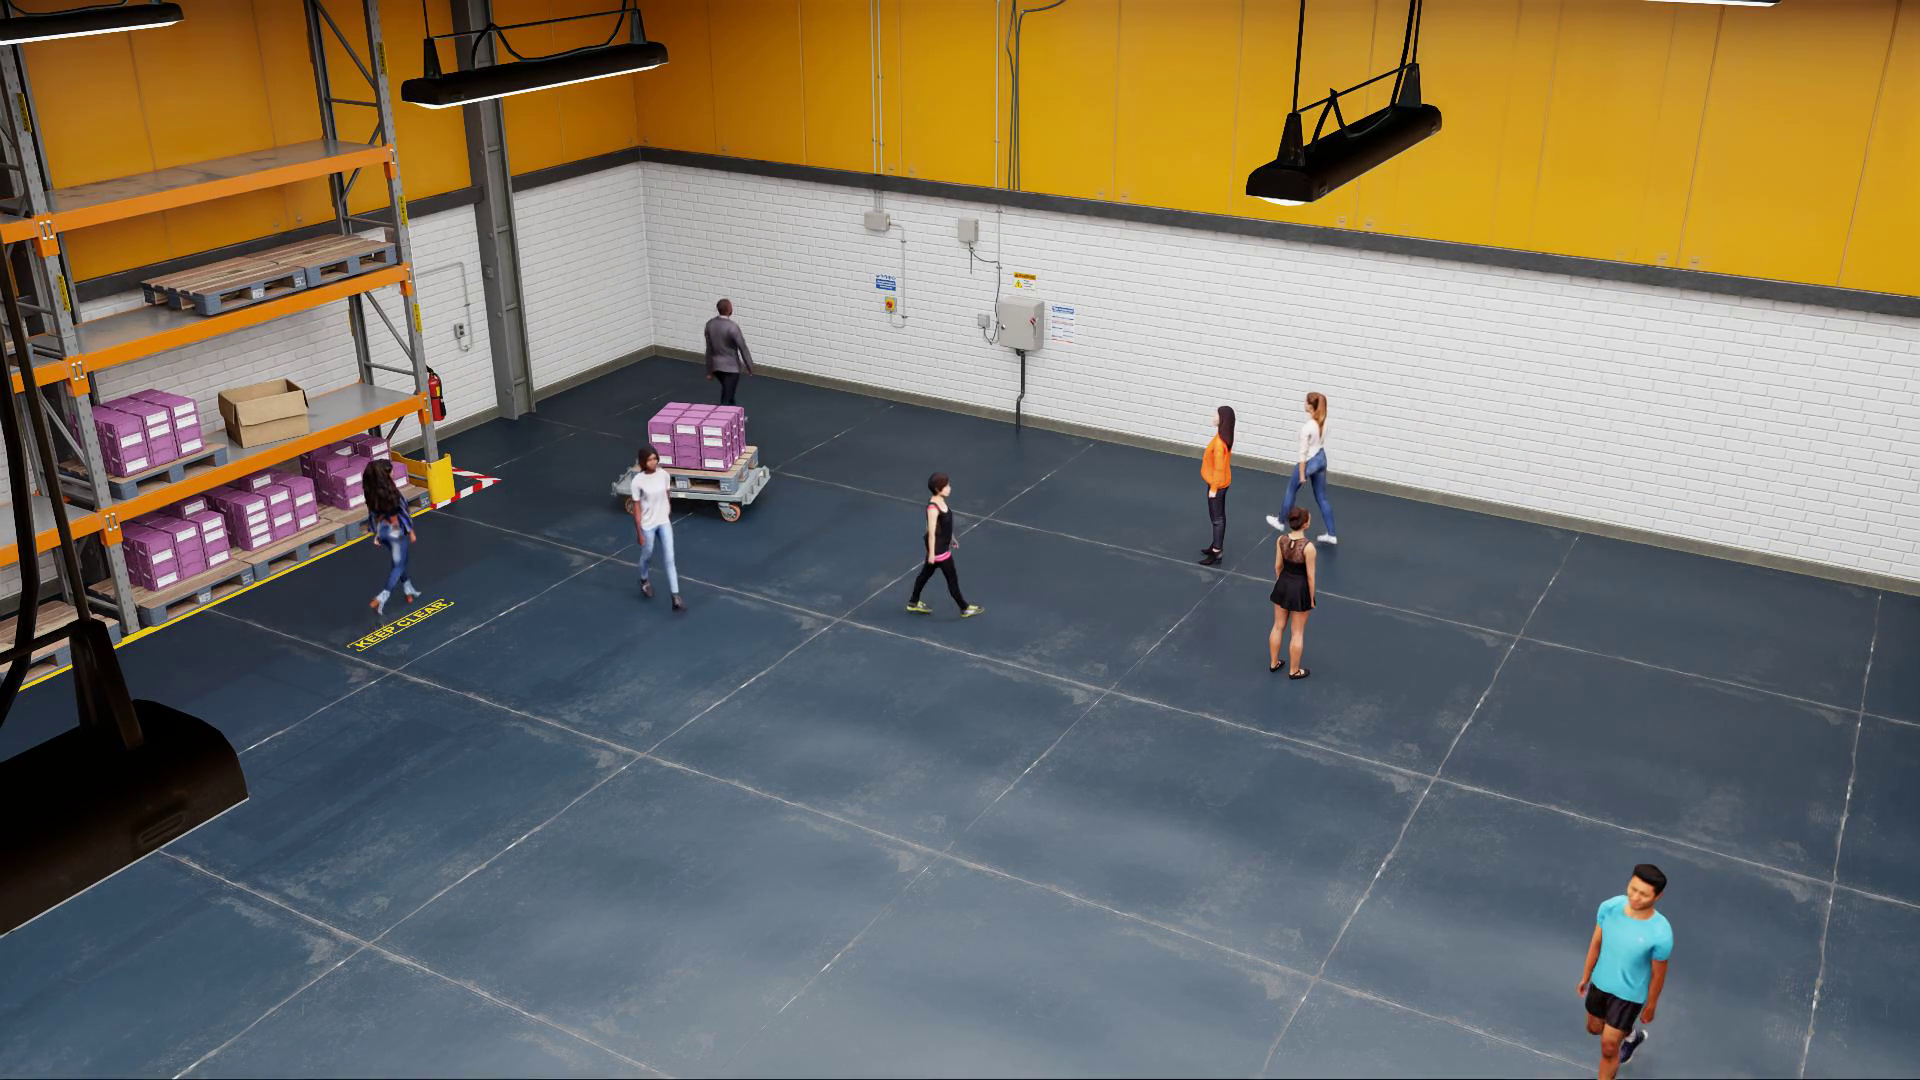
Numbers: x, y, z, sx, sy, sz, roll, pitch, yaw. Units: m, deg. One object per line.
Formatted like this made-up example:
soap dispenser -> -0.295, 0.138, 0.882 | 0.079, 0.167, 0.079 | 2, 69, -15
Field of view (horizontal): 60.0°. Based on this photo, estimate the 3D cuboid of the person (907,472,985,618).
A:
person -> -0.288, 0.061, 16.338 | 0.914, 1.515, 1.027 | 2, 24, 3

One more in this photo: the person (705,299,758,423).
person -> -3.006, -2.111, 20.965 | 0.790, 1.788, 0.983 | 17, 29, 34

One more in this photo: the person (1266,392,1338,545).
person -> 3.868, -0.742, 17.974 | 1.154, 1.674, 0.987 | -16, 28, -33

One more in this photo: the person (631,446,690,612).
person -> -3.092, -0.133, 16.583 | 1.150, 1.673, 0.987 | -16, 28, -32

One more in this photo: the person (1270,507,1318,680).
person -> 3.045, 0.467, 15.209 | 0.636, 1.675, 0.639 | -21, 31, -40

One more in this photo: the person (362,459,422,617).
person -> -5.630, -0.002, 16.385 | 0.706, 1.591, 1.045 | 9, 25, 19

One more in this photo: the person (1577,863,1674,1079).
person -> 4.028, 2.679, 10.048 | 1.098, 1.754, 0.894 | -16, 28, -33

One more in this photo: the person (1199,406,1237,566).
person -> 2.731, -0.592, 17.539 | 0.732, 1.749, 0.575 | 6, 24, 14
